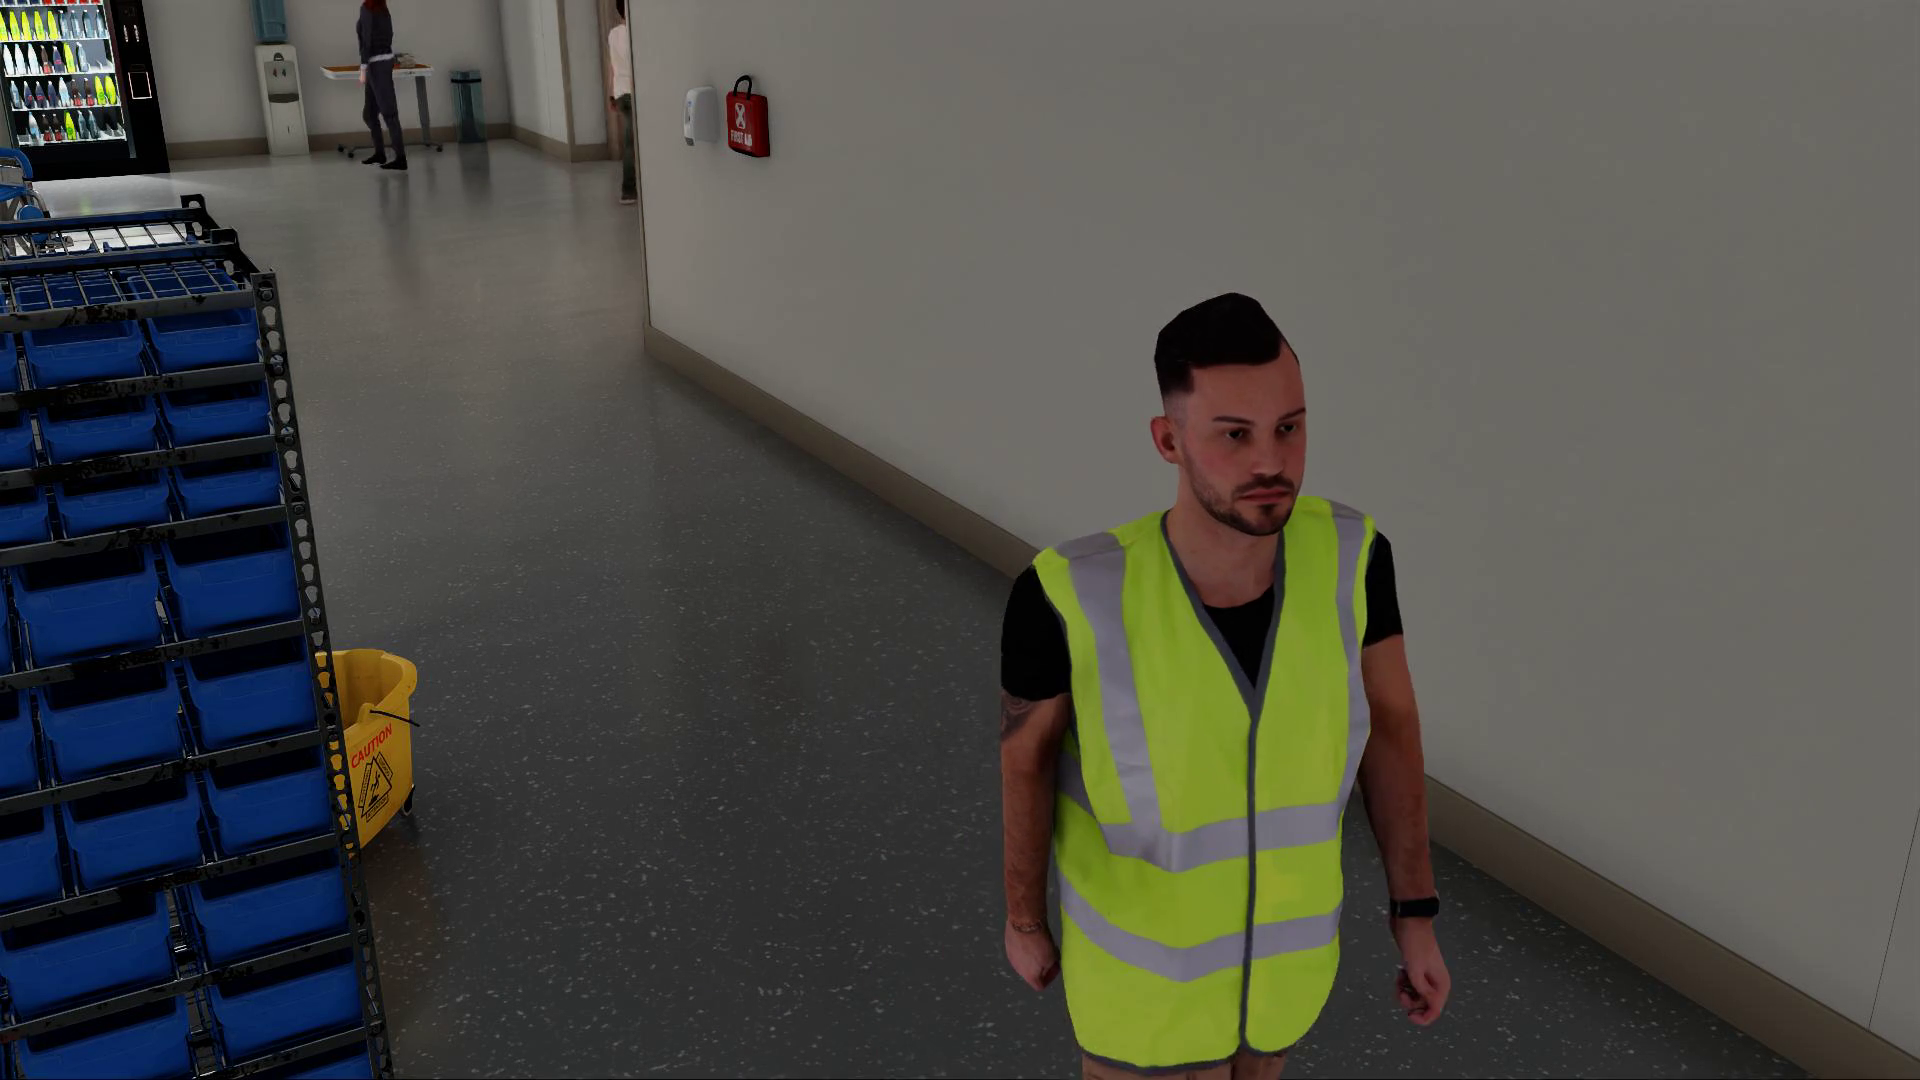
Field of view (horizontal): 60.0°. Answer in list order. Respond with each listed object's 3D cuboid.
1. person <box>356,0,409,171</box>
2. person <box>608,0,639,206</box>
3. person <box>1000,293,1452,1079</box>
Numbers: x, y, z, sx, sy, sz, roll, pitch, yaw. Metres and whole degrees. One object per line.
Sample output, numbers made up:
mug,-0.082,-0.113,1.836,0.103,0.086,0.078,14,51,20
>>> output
person,-5.147,-4.226,14.987,0.797,1.769,0.745,-1,21,-2
person,-2.678,-3.510,13.278,0.721,1.642,0.786,16,26,37
person,0.312,0.554,2.331,1.133,1.795,0.913,-7,22,-19
